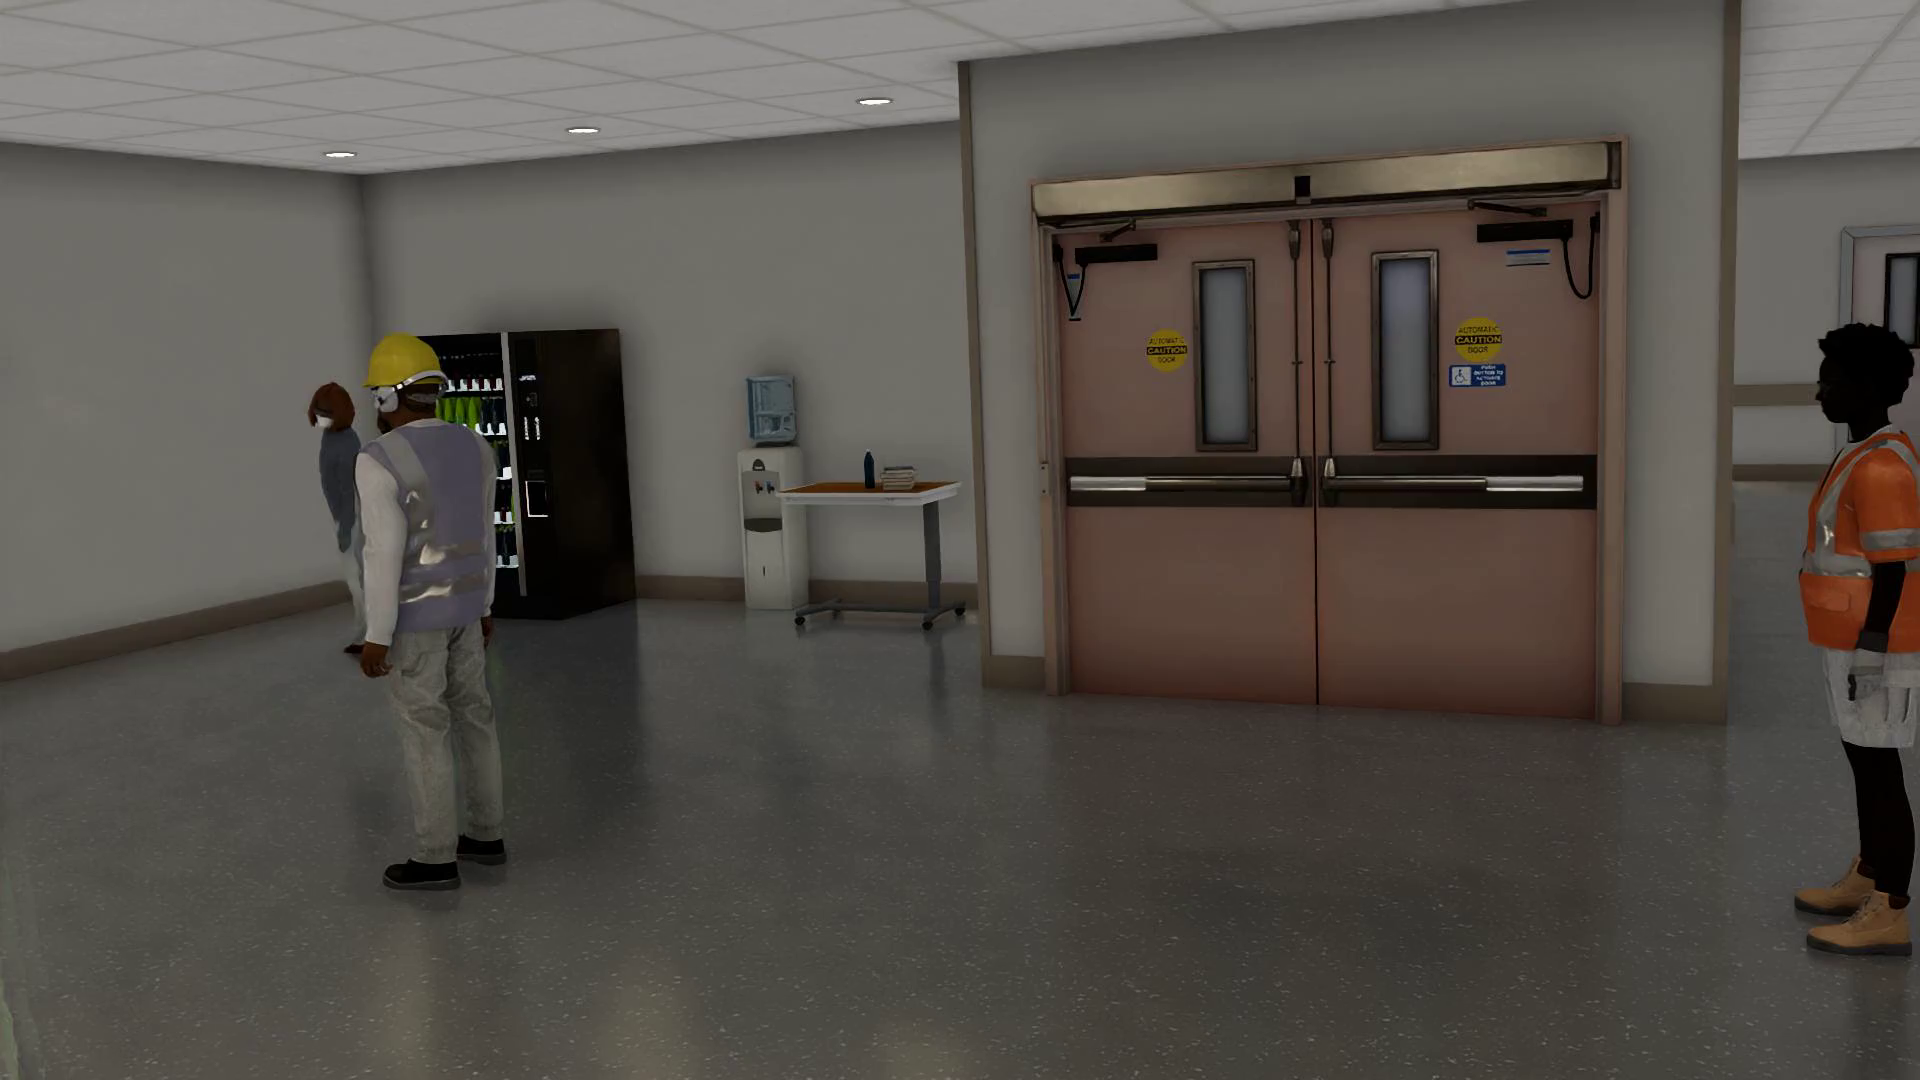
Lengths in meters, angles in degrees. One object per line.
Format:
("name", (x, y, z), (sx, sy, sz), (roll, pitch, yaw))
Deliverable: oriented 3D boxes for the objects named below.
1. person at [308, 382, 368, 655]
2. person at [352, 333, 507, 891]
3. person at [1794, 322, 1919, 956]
("person", (-3.516, -0.098, 9.486), (0.314, 1.611, 0.598), (-7, 9, -30))
("person", (-1.771, 0.235, 5.513), (0.404, 1.830, 0.602), (1, 8, 23))
("person", (2.443, 0.264, 4.504), (0.316, 1.696, 0.541), (1, 8, 23))
